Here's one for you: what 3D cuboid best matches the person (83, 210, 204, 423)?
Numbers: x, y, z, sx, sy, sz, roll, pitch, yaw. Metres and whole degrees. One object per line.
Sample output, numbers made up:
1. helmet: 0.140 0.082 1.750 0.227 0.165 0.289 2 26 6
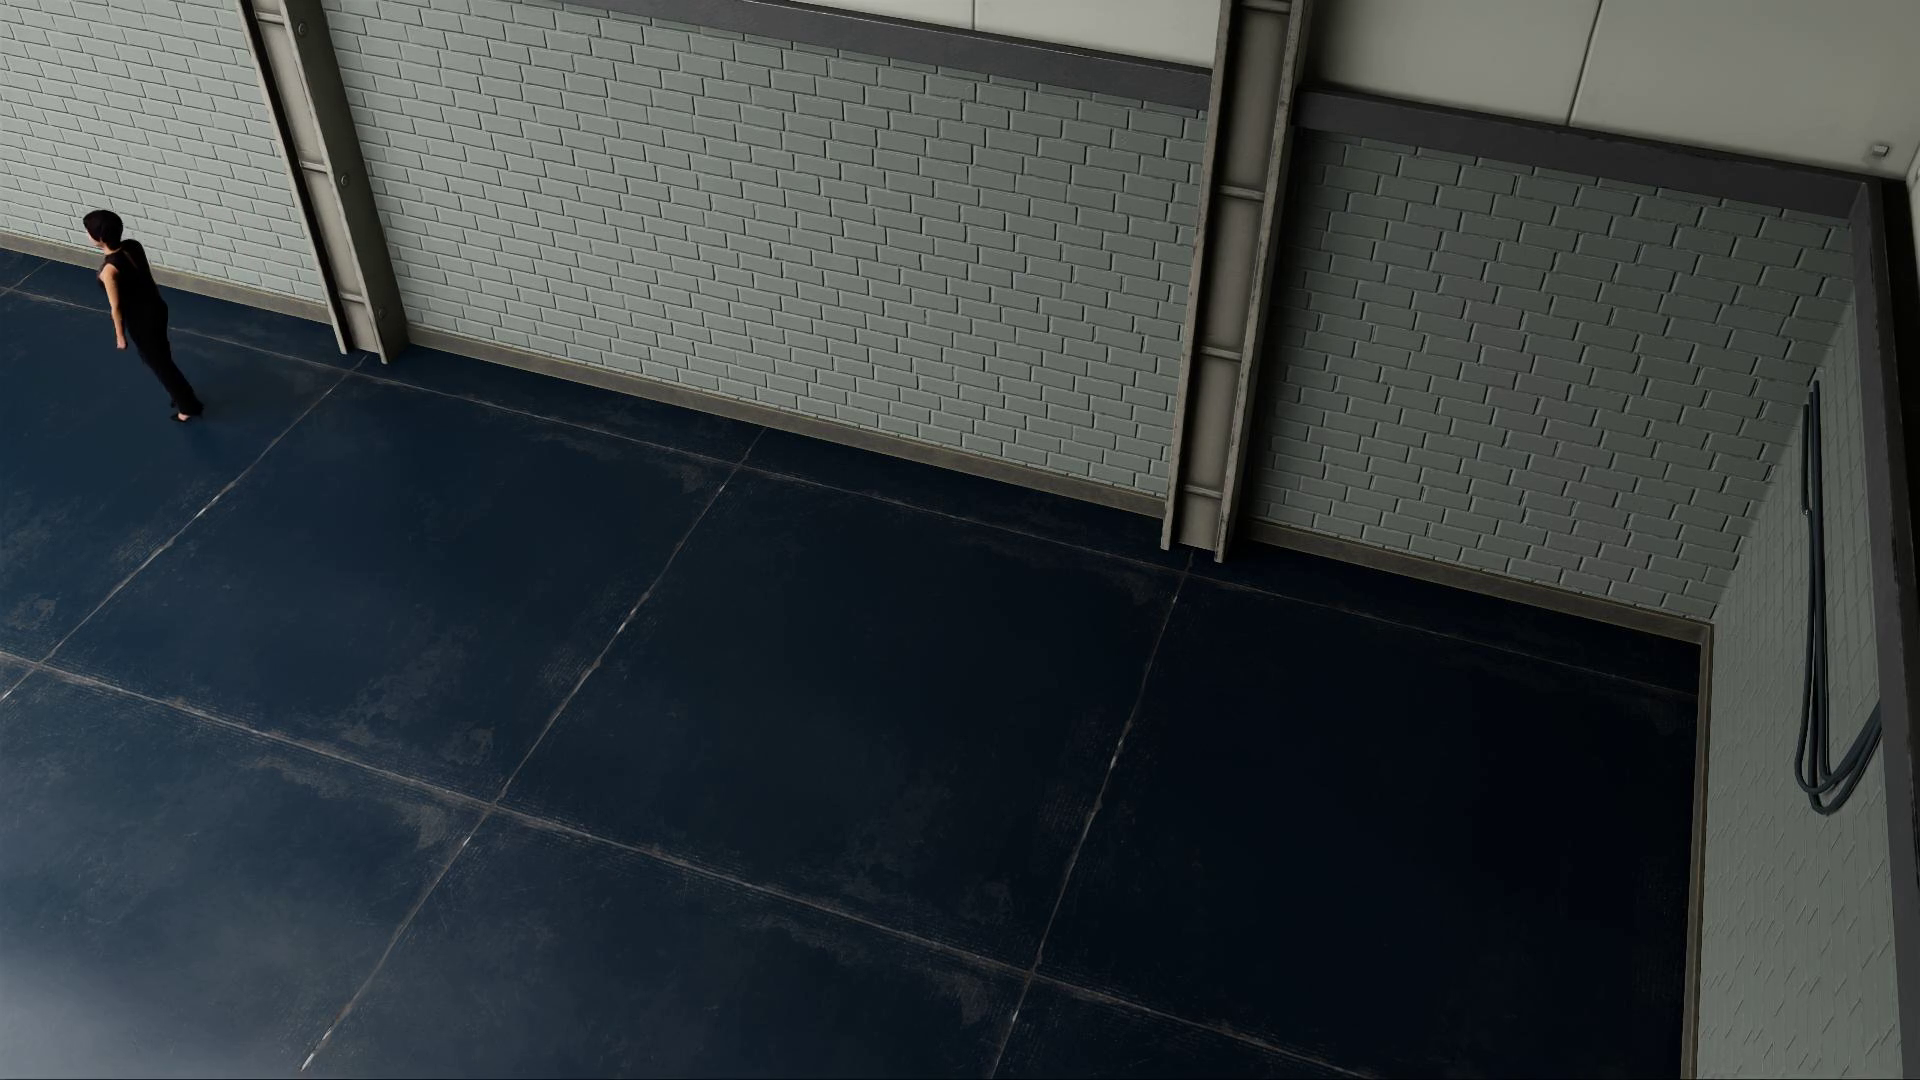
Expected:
1. person: -5.161 -1.412 10.705 0.676 1.588 0.674 1 42 1
